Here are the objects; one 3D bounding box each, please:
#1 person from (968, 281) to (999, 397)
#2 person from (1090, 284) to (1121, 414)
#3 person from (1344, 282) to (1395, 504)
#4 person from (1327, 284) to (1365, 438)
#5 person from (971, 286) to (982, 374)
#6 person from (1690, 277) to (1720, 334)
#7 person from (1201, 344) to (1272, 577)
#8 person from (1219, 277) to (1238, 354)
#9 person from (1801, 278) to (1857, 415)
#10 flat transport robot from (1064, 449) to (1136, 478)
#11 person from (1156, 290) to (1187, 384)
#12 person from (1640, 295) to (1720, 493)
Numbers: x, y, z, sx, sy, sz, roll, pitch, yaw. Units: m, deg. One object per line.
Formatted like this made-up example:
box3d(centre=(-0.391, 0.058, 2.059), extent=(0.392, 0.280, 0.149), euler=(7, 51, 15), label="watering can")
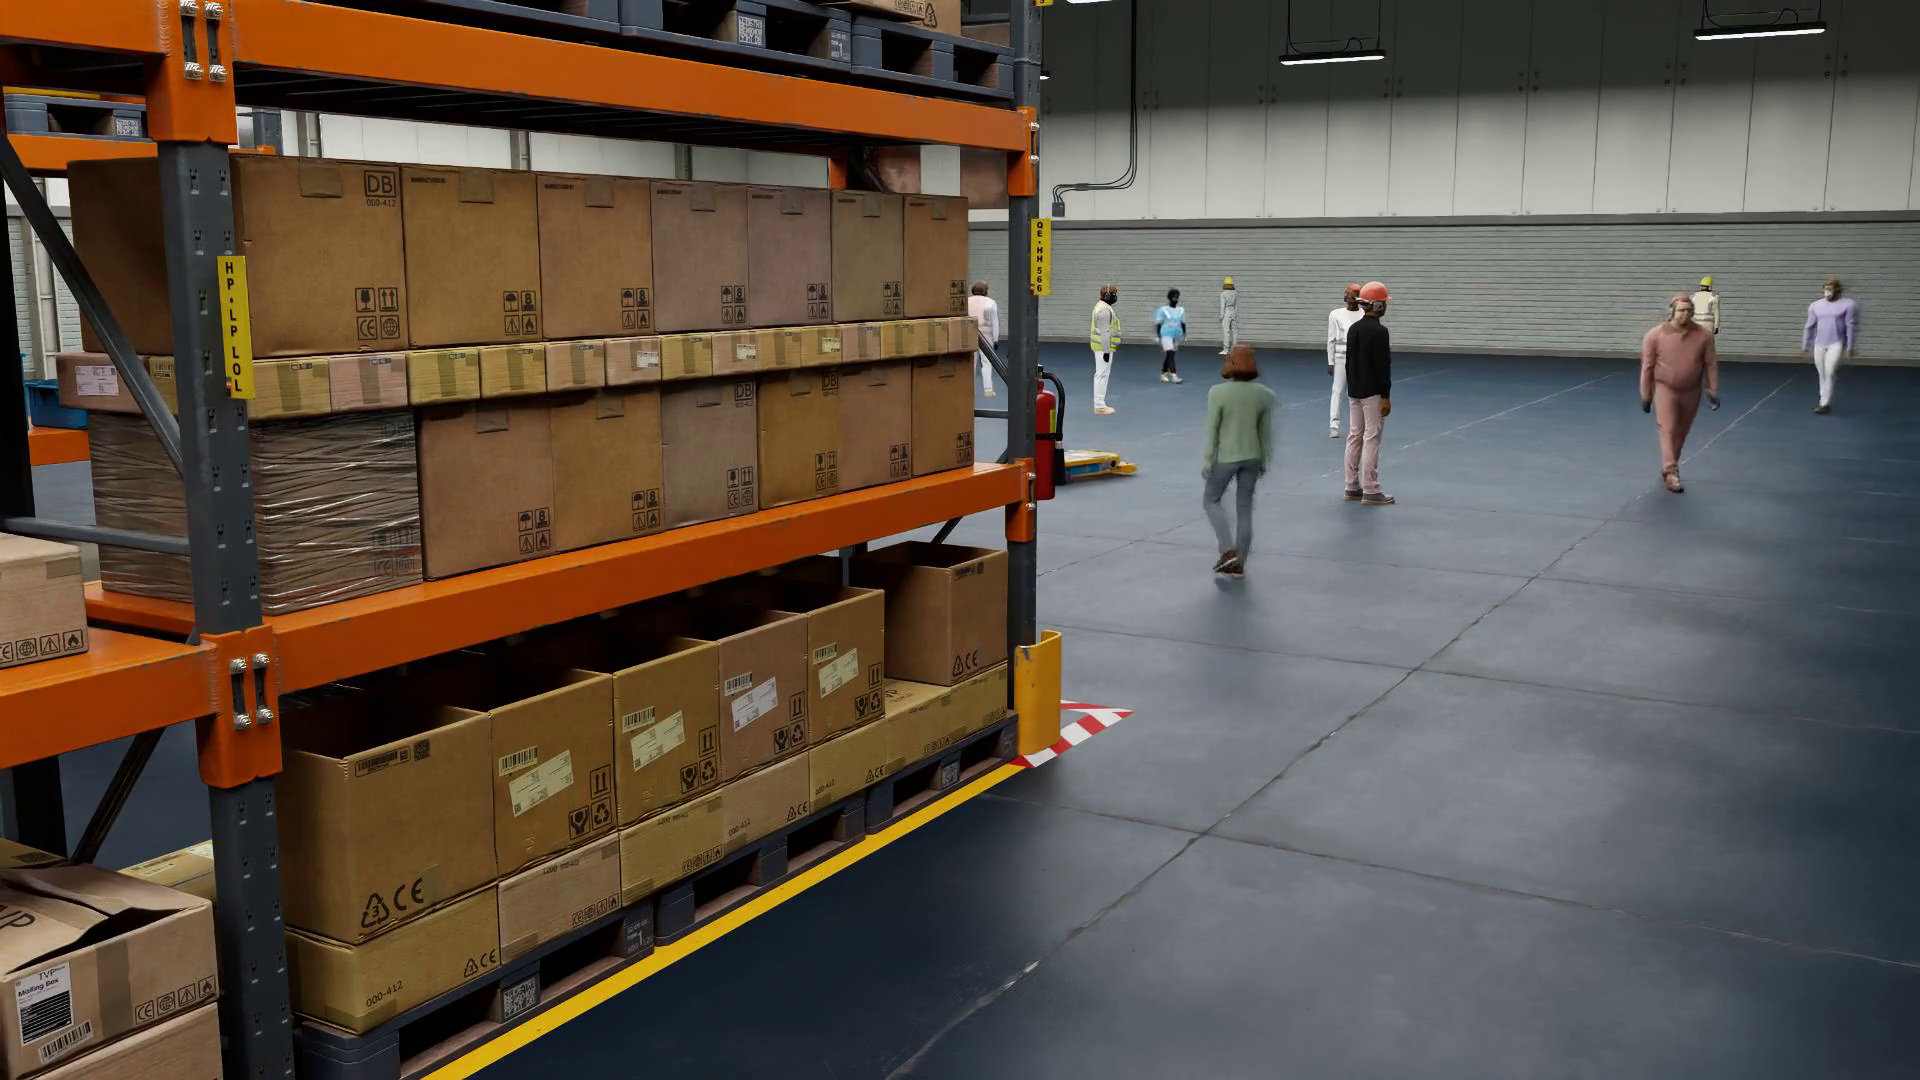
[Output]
box3d(centre=(0.321, -3.179, 26.341), extent=(0.633, 1.839, 0.429), euler=(4, 10, 21), label="person")
box3d(centre=(2.063, -2.694, 23.534), extent=(0.430, 1.836, 0.629), euler=(0, 10, 1), label="person")
box3d(centre=(3.702, -1.325, 15.023), extent=(0.375, 1.997, 0.612), euler=(-3, 10, -19), label="person")
box3d(centre=(4.798, -2.193, 20.431), extent=(0.576, 1.886, 0.362), euler=(0, 10, 0), label="person")
box3d(centre=(0.325, -4.004, 31.591), extent=(0.537, 1.696, 0.318), euler=(3, 10, 16), label="person")
box3d(centre=(14.350, -4.159, 32.100), extent=(0.597, 1.831, 0.403), euler=(8, 13, 41), label="person")
box3d(centre=(1.908, -0.545, 11.538), extent=(0.535, 1.620, 0.340), euler=(-3, 10, -18), label="person")
box3d(centre=(6.102, -5.096, 37.843), extent=(0.487, 1.744, 0.312), euler=(-5, 11, -29), label="person")
box3d(centre=(12.159, -2.707, 23.382), extent=(0.896, 1.901, 0.654), euler=(-8, 13, -40), label="person")
box3d(centre=(1.041, -0.745, 16.674), extent=(1.431, 0.197, 0.652), euler=(-9, 13, -41), label="flat transport robot")
box3d(centre=(3.717, -3.560, 29.143), extent=(0.541, 1.642, 0.890), euler=(-5, 11, -26), label="person")
box3d(centre=(6.906, -1.422, 16.019), extent=(0.656, 1.864, 1.004), euler=(1, 10, 5), label="person")
